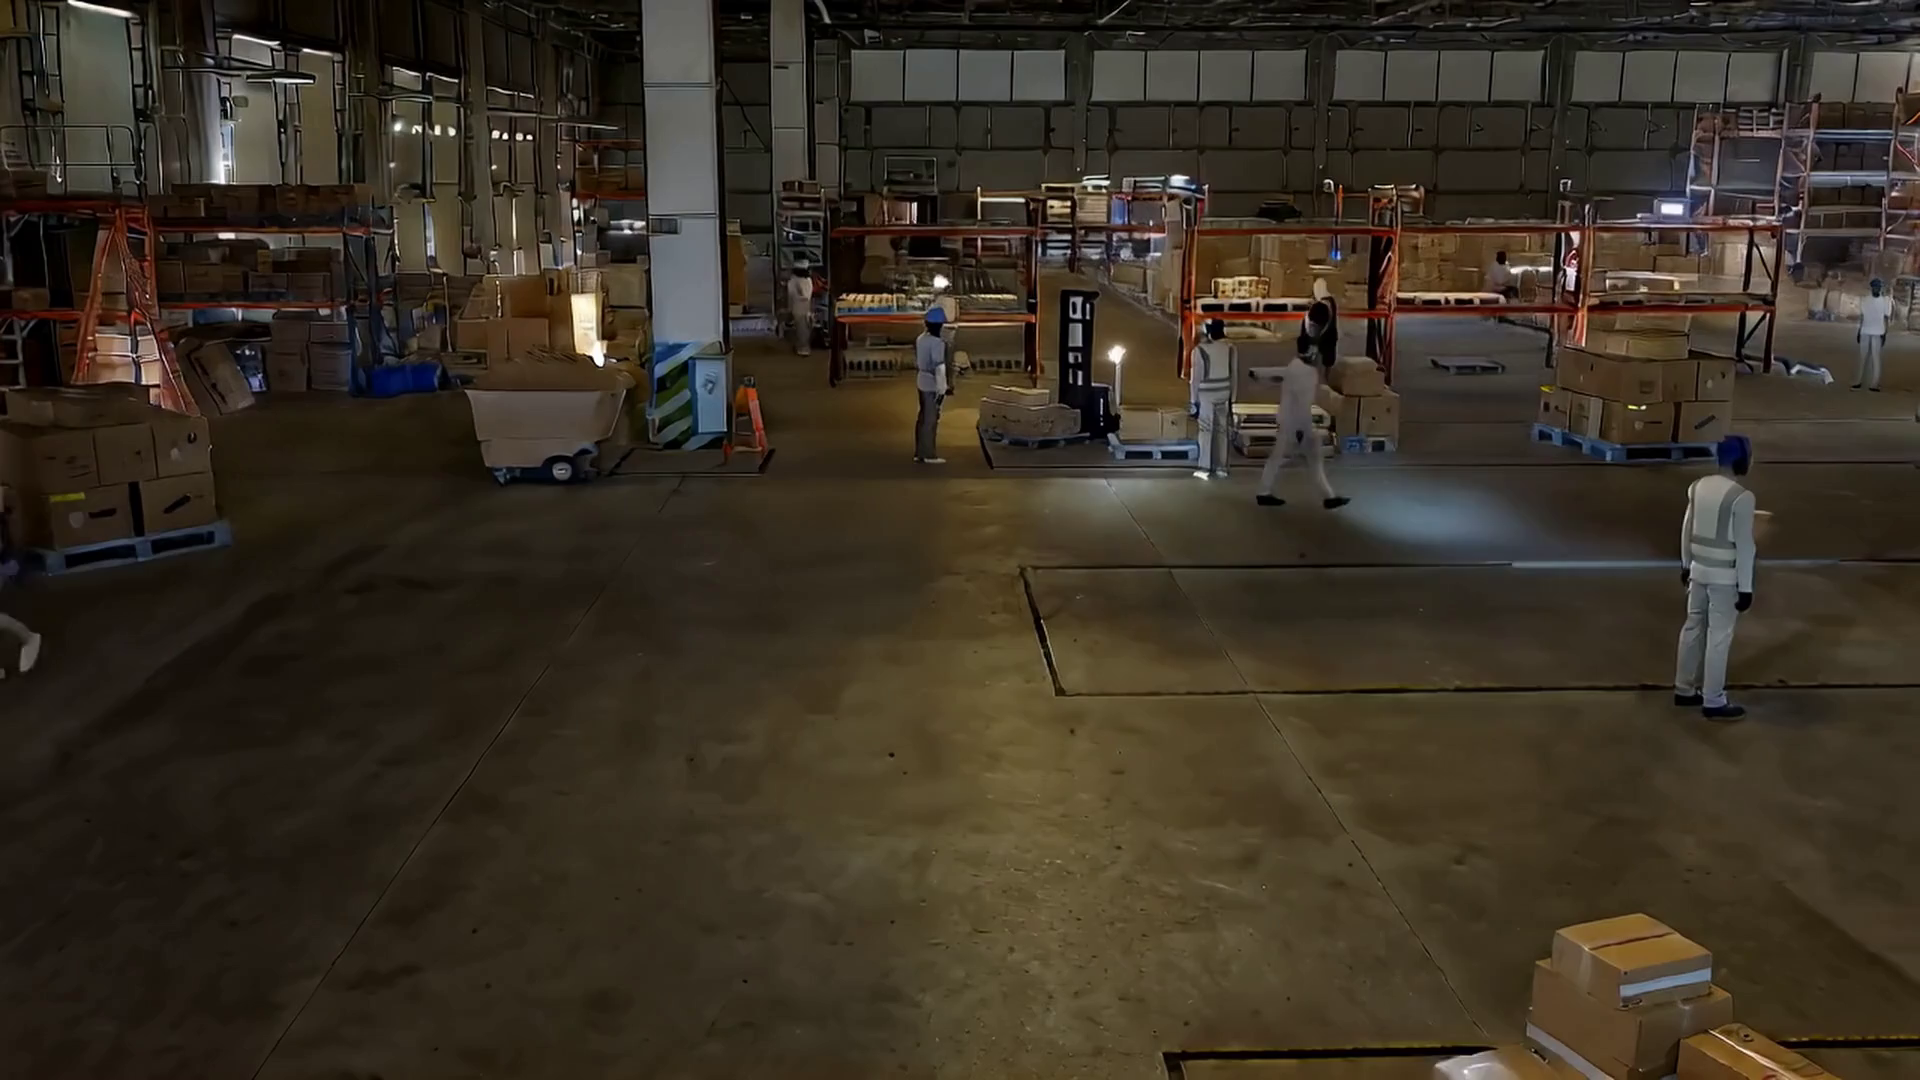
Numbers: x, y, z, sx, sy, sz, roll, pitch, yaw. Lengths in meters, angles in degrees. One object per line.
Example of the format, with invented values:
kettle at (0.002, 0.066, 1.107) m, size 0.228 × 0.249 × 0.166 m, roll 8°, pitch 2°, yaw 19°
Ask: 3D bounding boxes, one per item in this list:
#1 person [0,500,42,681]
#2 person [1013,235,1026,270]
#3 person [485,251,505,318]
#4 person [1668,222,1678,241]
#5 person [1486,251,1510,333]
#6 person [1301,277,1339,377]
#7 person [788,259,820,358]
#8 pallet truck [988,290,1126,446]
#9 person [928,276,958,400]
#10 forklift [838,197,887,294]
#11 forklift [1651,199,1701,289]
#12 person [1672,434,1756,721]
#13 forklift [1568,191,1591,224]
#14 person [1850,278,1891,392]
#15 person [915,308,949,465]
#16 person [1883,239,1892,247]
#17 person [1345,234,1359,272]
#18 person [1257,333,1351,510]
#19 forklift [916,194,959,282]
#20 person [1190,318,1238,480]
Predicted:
person at (-6.794, 0.111, 11.560) m, size 0.511 × 1.859 × 0.472 m, roll 5°, pitch 13°, yaw 20°
person at (2.052, -9.615, 55.915) m, size 0.543 × 1.646 × 0.865 m, roll 1°, pitch 13°, yaw 3°
person at (-11.462, -6.268, 40.872) m, size 0.522 × 1.631 × 0.323 m, roll 10°, pitch 16°, yaw 39°
person at (26.623, -11.139, 62.159) m, size 0.379 × 1.937 × 0.547 m, roll 5°, pitch 13°, yaw 21°
person at (12.010, -5.562, 37.236) m, size 0.631 × 1.827 × 0.553 m, roll -6°, pitch 14°, yaw -27°
person at (5.554, -3.022, 25.276) m, size 0.978 × 2.000 × 0.689 m, roll 12°, pitch 17°, yaw 42°
person at (-2.958, -4.447, 32.052) m, size 0.840 × 1.897 × 0.590 m, roll 9°, pitch 15°, yaw 34°
pallet truck at (1.257, -2.299, 22.111) m, size 1.885 × 1.965 × 0.823 m, roll -9°, pitch 15°, yaw -35°
person at (-0.284, -3.187, 26.240) m, size 0.402 × 1.944 × 0.605 m, roll 12°, pitch 17°, yaw 42°
forklift at (-3.165, -8.717, 49.077) m, size 1.873 × 2.768 × 1.129 m, roll -11°, pitch 17°, yaw -40°
forklift at (19.213, -7.836, 45.101) m, size 1.129 × 2.768 × 1.873 m, roll -1°, pitch 13°, yaw -3°
person at (4.957, 0.243, 10.893) m, size 0.342 × 1.882 × 0.579 m, roll -3°, pitch 13°, yaw -15°
forklift at (23.038, -11.608, 62.131) m, size 1.129 × 2.768 × 1.873 m, roll -9°, pitch 15°, yaw -35°
person at (14.928, -3.359, 27.223) m, size 0.325 × 1.860 × 0.507 m, roll -7°, pitch 14°, yaw -27°
person at (-0.335, -1.885, 20.425) m, size 0.390 × 1.921 × 0.583 m, roll -7°, pitch 14°, yaw -28°
person at (30.370, -9.268, 54.287) m, size 0.682 × 1.674 × 0.552 m, roll 2°, pitch 13°, yaw 8°
person at (14.107, -10.400, 59.438) m, size 0.711 × 1.670 × 0.541 m, roll -5°, pitch 14°, yaw -22°
person at (3.635, -1.252, 17.641) m, size 1.012 × 1.884 × 0.651 m, roll 7°, pitch 14°, yaw 29°
forklift at (-1.064, -9.830, 54.104) m, size 1.873 × 2.768 × 1.129 m, roll -7°, pitch 14°, yaw -28°
person at (2.948, -1.638, 19.392) m, size 0.576 × 1.882 × 0.355 m, roll -4°, pitch 13°, yaw -17°
